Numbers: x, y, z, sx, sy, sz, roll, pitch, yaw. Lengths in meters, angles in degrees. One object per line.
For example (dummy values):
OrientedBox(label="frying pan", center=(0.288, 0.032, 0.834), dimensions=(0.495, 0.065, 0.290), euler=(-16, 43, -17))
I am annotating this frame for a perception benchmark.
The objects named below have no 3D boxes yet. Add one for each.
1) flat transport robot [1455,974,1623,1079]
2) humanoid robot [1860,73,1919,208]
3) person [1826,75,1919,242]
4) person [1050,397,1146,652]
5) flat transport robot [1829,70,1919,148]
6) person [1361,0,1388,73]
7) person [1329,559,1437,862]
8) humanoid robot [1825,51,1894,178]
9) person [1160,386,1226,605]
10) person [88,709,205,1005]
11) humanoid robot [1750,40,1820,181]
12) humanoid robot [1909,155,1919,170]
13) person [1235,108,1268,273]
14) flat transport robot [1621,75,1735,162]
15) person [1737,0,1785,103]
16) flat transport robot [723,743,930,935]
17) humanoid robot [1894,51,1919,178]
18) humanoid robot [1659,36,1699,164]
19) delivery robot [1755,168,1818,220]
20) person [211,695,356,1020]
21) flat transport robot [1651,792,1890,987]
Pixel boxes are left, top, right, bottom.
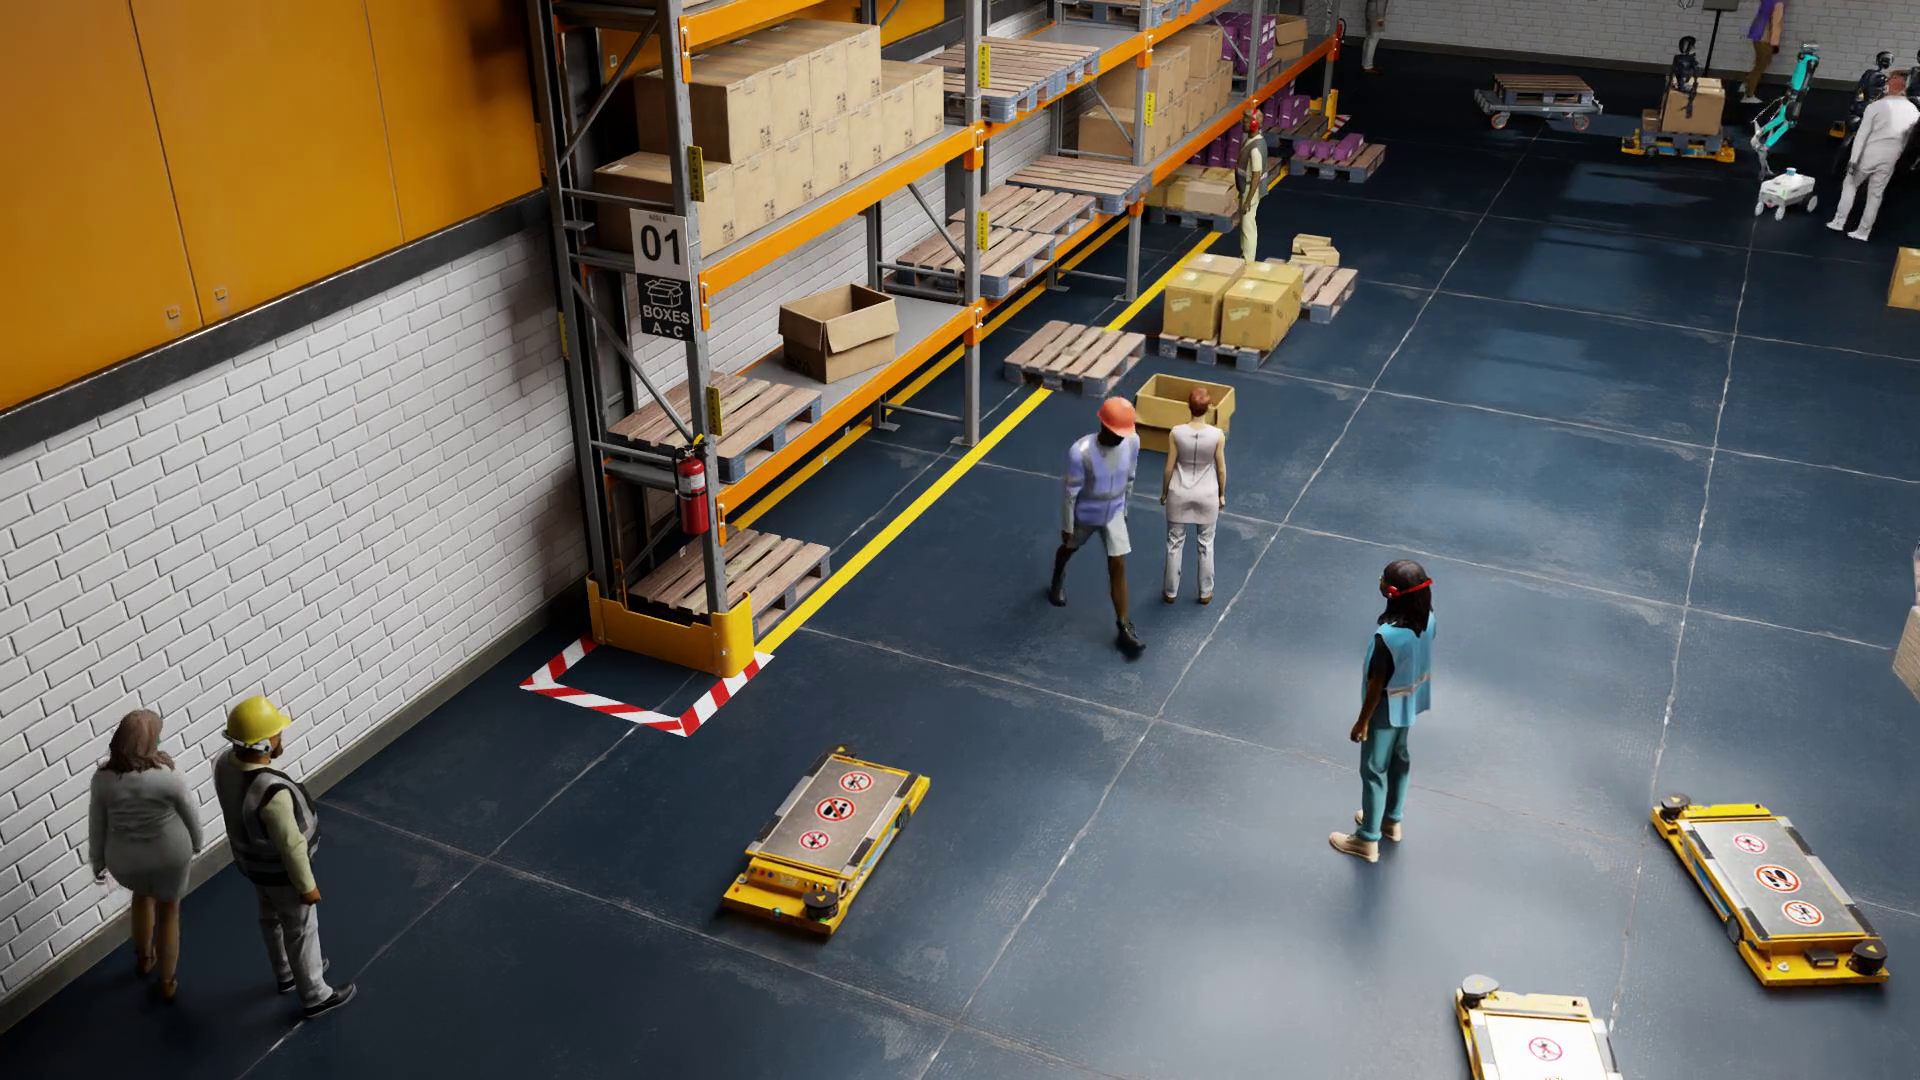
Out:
OrientedBox(label="flat transport robot", center=(2.785, 2.640, 7.833), dimensions=(0.659, 0.231, 1.431), euler=(3, 28, 5))
OrientedBox(label="humanoid robot", center=(11.360, -4.865, 20.298), dimensions=(0.602, 1.648, 0.337), euler=(23, 36, 36))
OrientedBox(label="person", center=(10.558, -4.421, 19.242), dimensions=(0.716, 1.867, 0.663), euler=(-1, 28, -1))
OrientedBox(label="person", center=(0.944, -0.203, 11.481), dimensions=(0.558, 1.830, 1.165), euler=(-10, 30, -18))
OrientedBox(label="flat transport robot", center=(13.036, -5.687, 23.273), dimensions=(1.431, 0.231, 0.659), euler=(22, 35, 35))
OrientedBox(label="person", center=(6.711, -8.471, 26.806), dimensions=(0.366, 1.824, 0.510), euler=(-1, 28, -1))
OrientedBox(label="person", center=(2.409, 0.954, 9.284), dimensions=(0.382, 1.864, 0.510), euler=(24, 36, 37))
OrientedBox(label="humanoid robot", center=(11.645, -5.456, 21.384), dimensions=(0.692, 1.636, 0.610), euler=(-4, 29, -8))
OrientedBox(label="person", center=(1.657, -0.305, 11.828), dimensions=(0.458, 1.657, 0.270), euler=(3, 29, 6))
OrientedBox(label="person", center=(-4.064, 1.564, 8.373), dimensions=(0.545, 1.629, 0.540), euler=(-6, 29, -11))
OrientedBox(label="humanoid robot", center=(10.524, -5.484, 21.436), dimensions=(0.693, 1.870, 0.533), euler=(4, 29, 8))
OrientedBox(label="humanoid robot", center=(12.836, -5.620, 21.605), dimensions=(0.665, 1.806, 0.539), euler=(-8, 29, -14))
OrientedBox(label="person", center=(3.137, -3.756, 18.031), dimensions=(0.390, 1.846, 0.565), euler=(1, 28, 2))
OrientedBox(label="flat transport robot", center=(9.808, -5.390, 22.723), dimensions=(1.431, 0.231, 0.659), euler=(10, 30, 18))
OrientedBox(label="person", center=(12.092, -7.529, 24.968), dimensions=(0.483, 1.903, 0.580), euler=(2, 28, 3))
OrientedBox(label="flat transport robot", center=(-0.740, 1.691, 9.593), dimensions=(0.659, 0.231, 1.431), euler=(10, 30, 19))
OrientedBox(label="humanoid robot", center=(12.283, -5.516, 21.478), dimensions=(0.337, 1.651, 0.587), euler=(1, 28, 1))
OrientedBox(label="humanoid robot", center=(9.603, -5.864, 22.119), dimensions=(0.360, 1.644, 0.598), euler=(-7, 29, -13))
OrientedBox(label="delivery robot", center=(10.097, -4.237, 20.300), dimensions=(0.793, 0.610, 0.499), euler=(-19, 34, -31))
OrientedBox(label="person", center=(-3.346, 1.562, 8.198), dimensions=(0.589, 1.824, 0.403), euler=(23, 36, 36))
OrientedBox(label="flat transport robot", center=(4.448, 1.903, 9.199), dimensions=(0.659, 0.231, 1.431), euler=(-1, 28, -3))
